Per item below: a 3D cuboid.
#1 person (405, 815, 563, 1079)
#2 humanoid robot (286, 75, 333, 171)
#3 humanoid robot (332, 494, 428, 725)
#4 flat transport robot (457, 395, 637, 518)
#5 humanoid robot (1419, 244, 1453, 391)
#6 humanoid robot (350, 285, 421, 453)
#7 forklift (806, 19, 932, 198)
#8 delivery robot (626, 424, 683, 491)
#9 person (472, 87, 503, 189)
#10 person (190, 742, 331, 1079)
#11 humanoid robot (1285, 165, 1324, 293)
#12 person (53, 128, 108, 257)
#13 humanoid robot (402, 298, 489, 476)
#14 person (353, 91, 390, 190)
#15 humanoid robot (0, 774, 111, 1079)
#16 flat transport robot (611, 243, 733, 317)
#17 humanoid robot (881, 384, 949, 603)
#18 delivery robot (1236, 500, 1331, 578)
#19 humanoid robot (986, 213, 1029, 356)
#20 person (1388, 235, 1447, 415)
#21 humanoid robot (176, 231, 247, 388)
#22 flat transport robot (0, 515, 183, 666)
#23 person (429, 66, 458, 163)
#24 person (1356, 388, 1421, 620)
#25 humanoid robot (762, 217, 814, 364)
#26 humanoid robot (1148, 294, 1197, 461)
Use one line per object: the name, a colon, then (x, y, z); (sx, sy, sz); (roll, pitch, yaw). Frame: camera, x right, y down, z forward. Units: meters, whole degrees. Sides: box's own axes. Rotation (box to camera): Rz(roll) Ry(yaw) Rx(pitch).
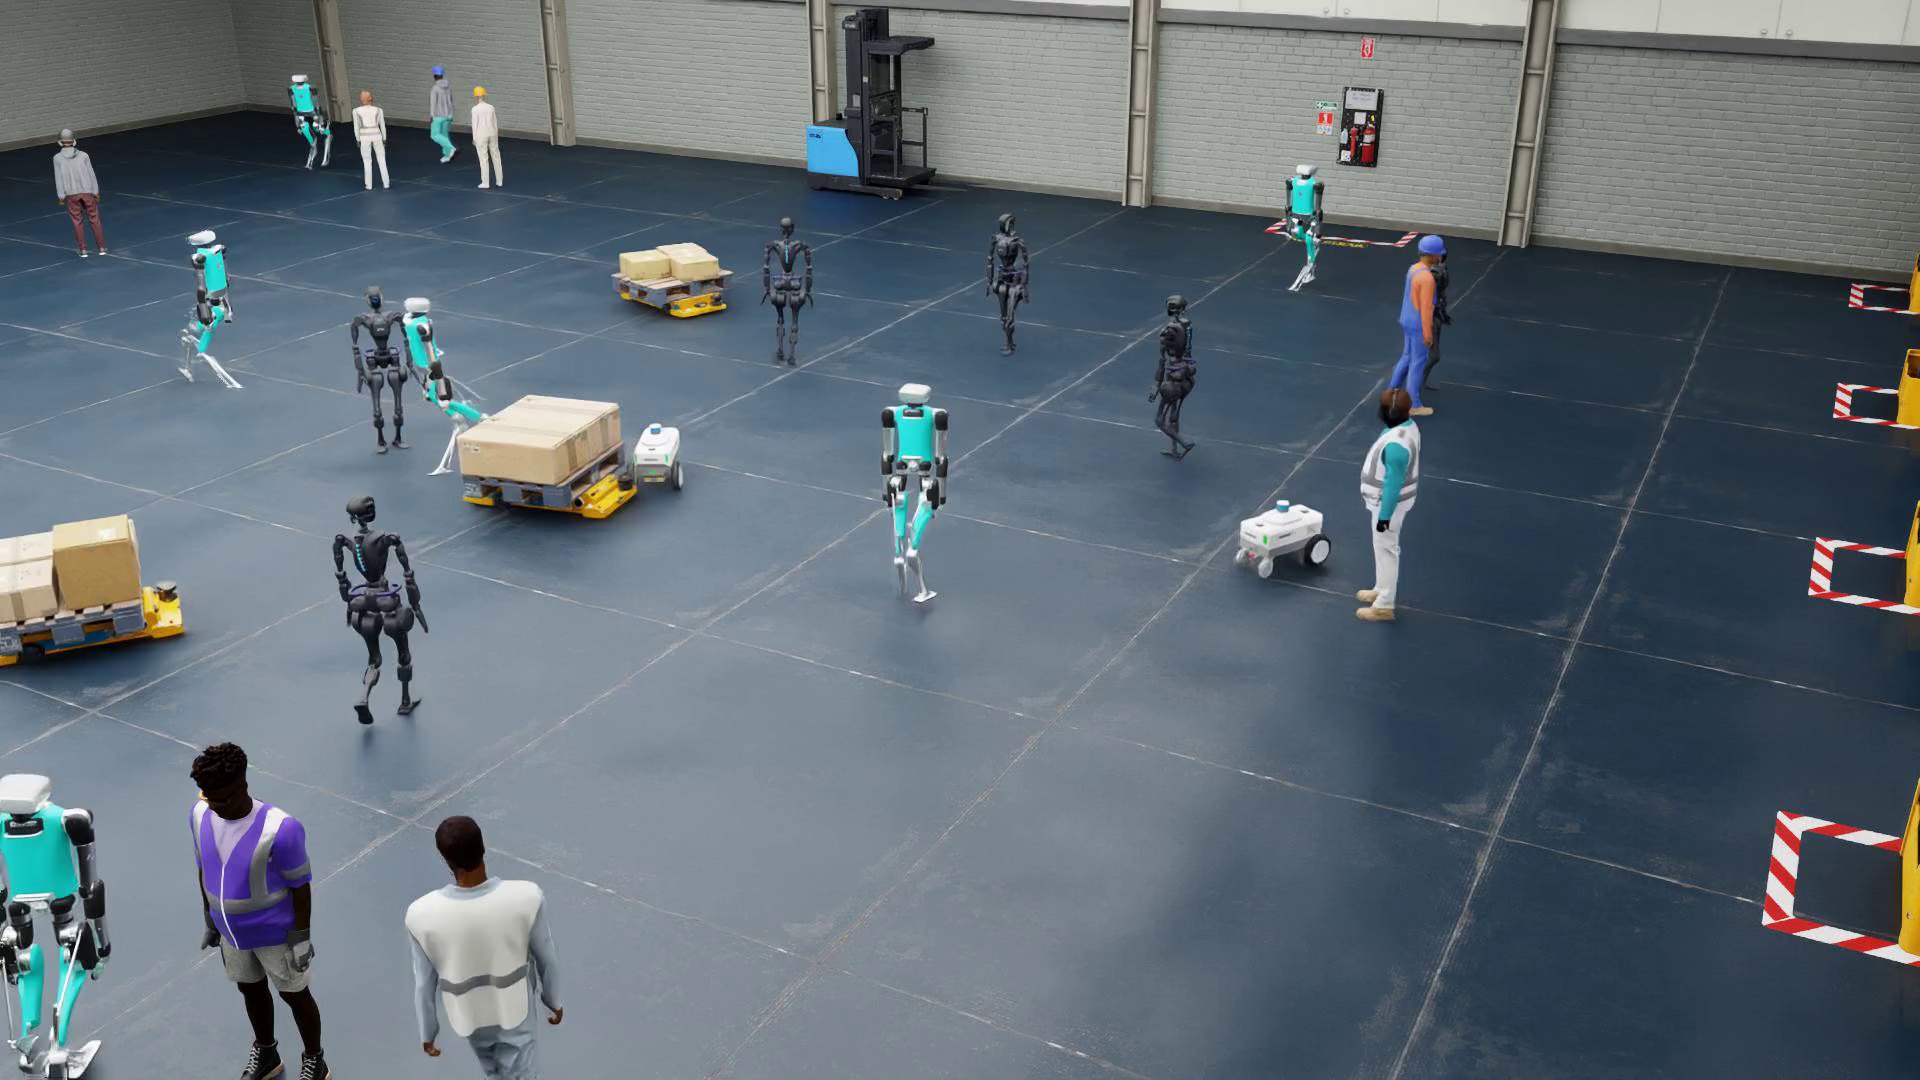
person: (-2.062, 2.083, 7.305); (0.614, 1.861, 0.935); (-4, 24, -8)
humanoid robot: (-11.504, -7.417, 29.581); (0.535, 1.722, 1.033); (1, 23, 1)
humanoid robot: (-3.953, 0.482, 11.267); (0.593, 1.633, 0.561); (3, 23, 6)
flat transport robot: (-3.761, -0.462, 15.238); (1.431, 0.231, 0.659); (7, 24, 15)
humanoid robot: (5.134, -2.415, 18.009); (0.343, 1.650, 0.611); (15, 28, 31)
humanoid robot: (-5.605, -1.673, 16.277); (0.602, 1.654, 0.375); (-11, 26, -24)
forklift: (-1.573, -7.292, 27.850); (1.873, 2.768, 1.129); (12, 26, 25)
delivery robot: (-2.849, -0.801, 15.646); (0.499, 0.580, 0.766); (0, 23, -1)
person: (-8.055, -6.838, 28.273); (0.465, 1.695, 0.315); (-21, 31, -39)
person: (-3.306, 1.808, 7.815); (0.602, 1.958, 0.371); (7, 24, 16)
humanoid robot: (4.602, -4.095, 21.866); (0.538, 1.737, 1.029); (18, 29, 36)
person: (-12.590, -4.960, 23.752); (0.539, 1.814, 0.365); (-14, 27, -29)
humanoid robot: (-4.737, -1.460, 15.785); (0.904, 1.809, 0.531); (-15, 27, -31)
person: (-9.982, -6.772, 28.206); (0.508, 1.629, 0.317); (-9, 25, -21)
humanoid robot: (-4.254, 2.024, 7.638); (0.534, 1.760, 1.007); (-3, 23, -7)
flat transport robot: (-3.708, -3.138, 21.469); (0.659, 0.231, 1.431); (-21, 31, -40)
humanoid robot: (-0.394, -0.248, 12.929); (0.530, 1.804, 0.821); (4, 24, 9)
delivery robot: (2.703, -0.035, 13.906); (0.797, 0.614, 0.499); (-15, 28, -31)
humanoid robot: (0.547, -2.980, 19.322); (0.609, 1.637, 0.503); (17, 28, 34)
person: (4.750, -2.232, 17.301); (0.436, 1.907, 0.548); (-2, 23, -5)
humanoid robot: (-8.385, -2.497, 18.147); (0.974, 1.774, 0.531); (3, 23, 7)
flat transport robot: (-6.742, 0.626, 12.706); (1.431, 0.231, 0.659); (-11, 26, -24)
person: (-9.408, -7.730, 30.268); (0.472, 1.746, 0.550); (9, 25, 21)
person: (3.299, -0.281, 12.853); (0.430, 1.836, 0.639); (8, 25, 18)
humanoid robot: (-1.985, -2.860, 19.051); (0.602, 1.632, 0.525); (0, 23, -1)
humanoid robot: (2.120, -1.546, 15.973); (0.462, 1.638, 0.593); (18, 29, 36)
